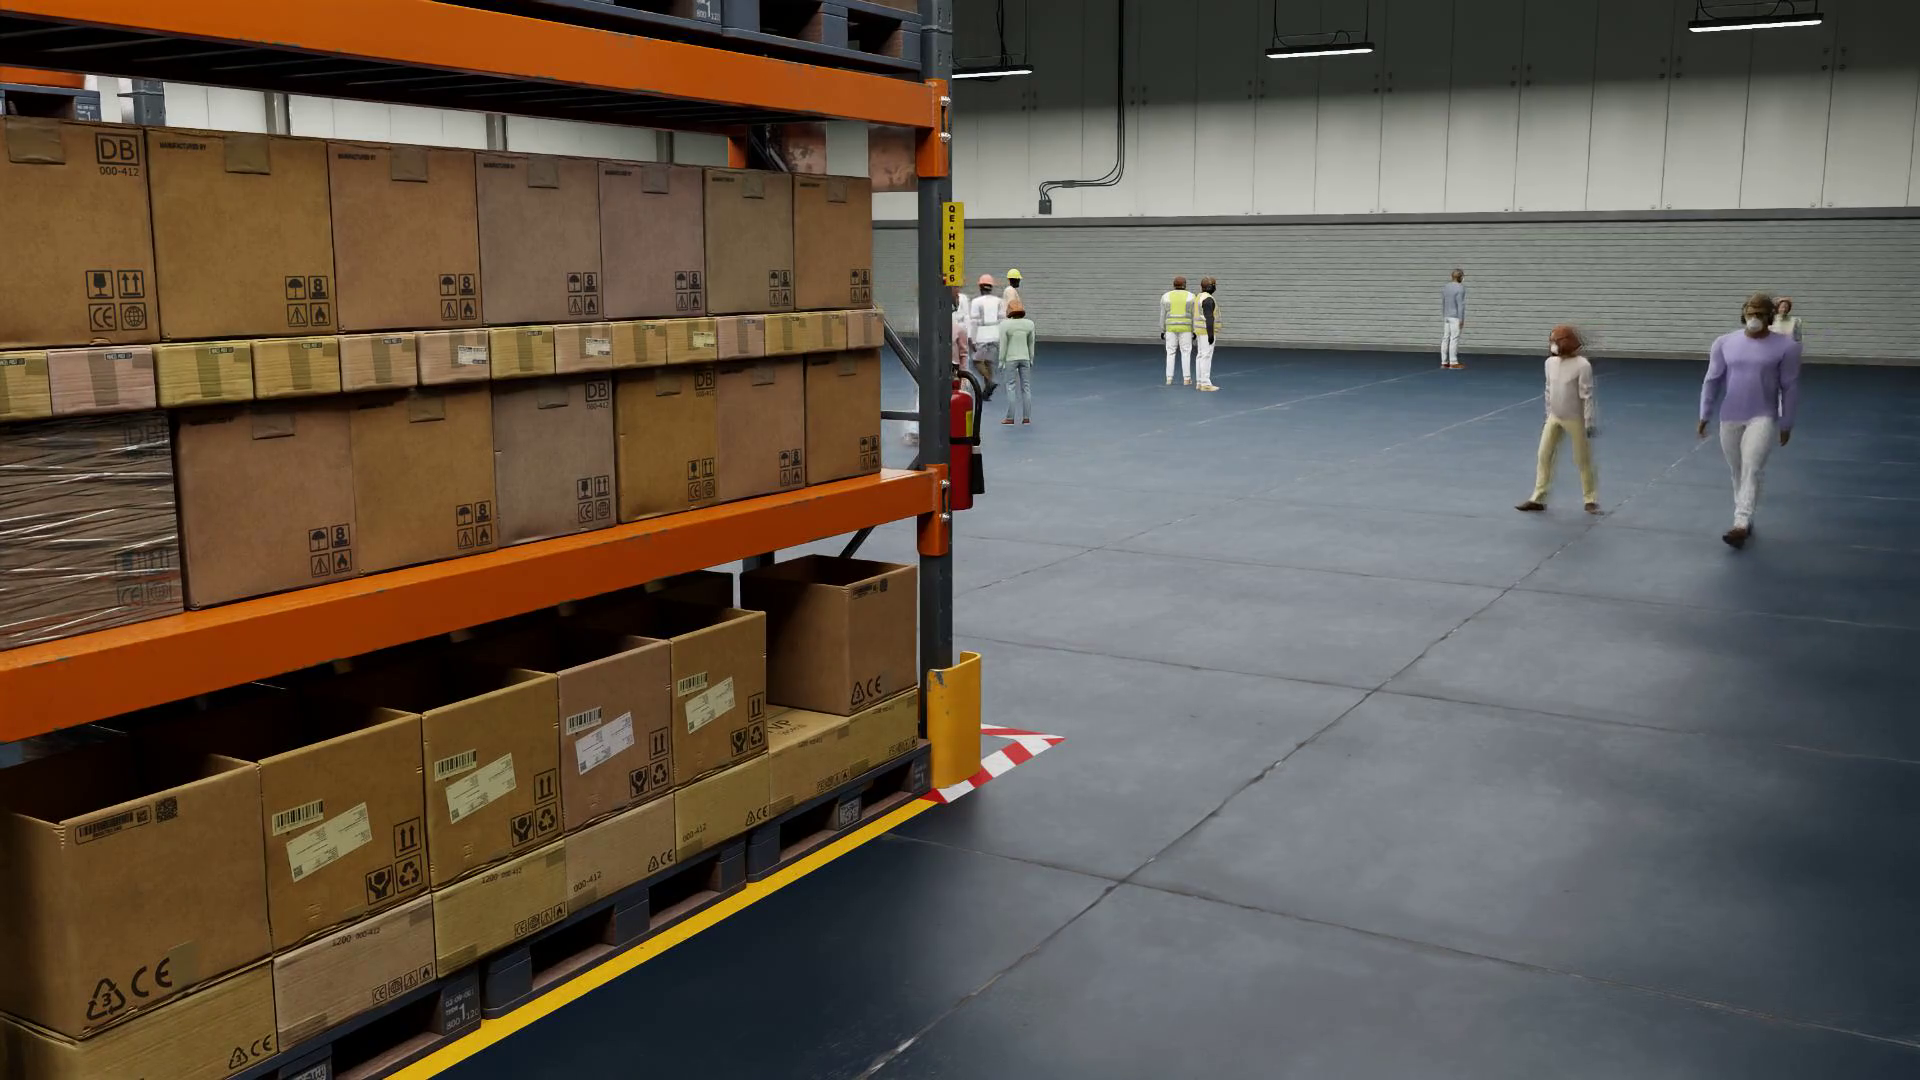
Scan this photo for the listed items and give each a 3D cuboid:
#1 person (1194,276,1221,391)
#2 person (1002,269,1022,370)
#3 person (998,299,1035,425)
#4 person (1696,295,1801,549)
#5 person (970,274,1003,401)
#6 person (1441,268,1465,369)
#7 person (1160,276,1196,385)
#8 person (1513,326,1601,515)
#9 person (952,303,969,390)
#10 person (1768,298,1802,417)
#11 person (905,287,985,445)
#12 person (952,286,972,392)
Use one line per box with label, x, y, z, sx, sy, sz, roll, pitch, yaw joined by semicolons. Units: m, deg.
person;4.017;-3.341;26.973;0.429;1.846;0.633;-1;10;-6
person;0.997;-4.203;31.774;0.381;1.928;0.587;-1;10;-4
person;0.728;-2.292;21.450;0.497;1.632;0.289;-4;10;-22
person;5.945;-0.898;12.576;0.639;1.886;1.035;9;13;42
person;0.420;-3.017;24.903;0.547;1.909;0.571;-6;11;-30
person;9.542;-4.272;32.151;0.372;1.939;0.629;-3;10;-16
person;3.708;-3.542;28.164;0.633;1.840;0.429;2;10;12
person;5.137;-1.004;14.038;0.579;1.591;0.548;-5;11;-29
person;-0.172;-1.806;18.216;0.533;1.767;0.322;3;10;16
person;10.955;-2.421;22.231;0.540;1.621;0.435;2;10;12
person;-0.212;-1.993;19.163;1.000;1.838;0.595;-6;11;-30
person;-0.146;-3.265;26.478;0.767;1.853;0.585;-7;12;-35
